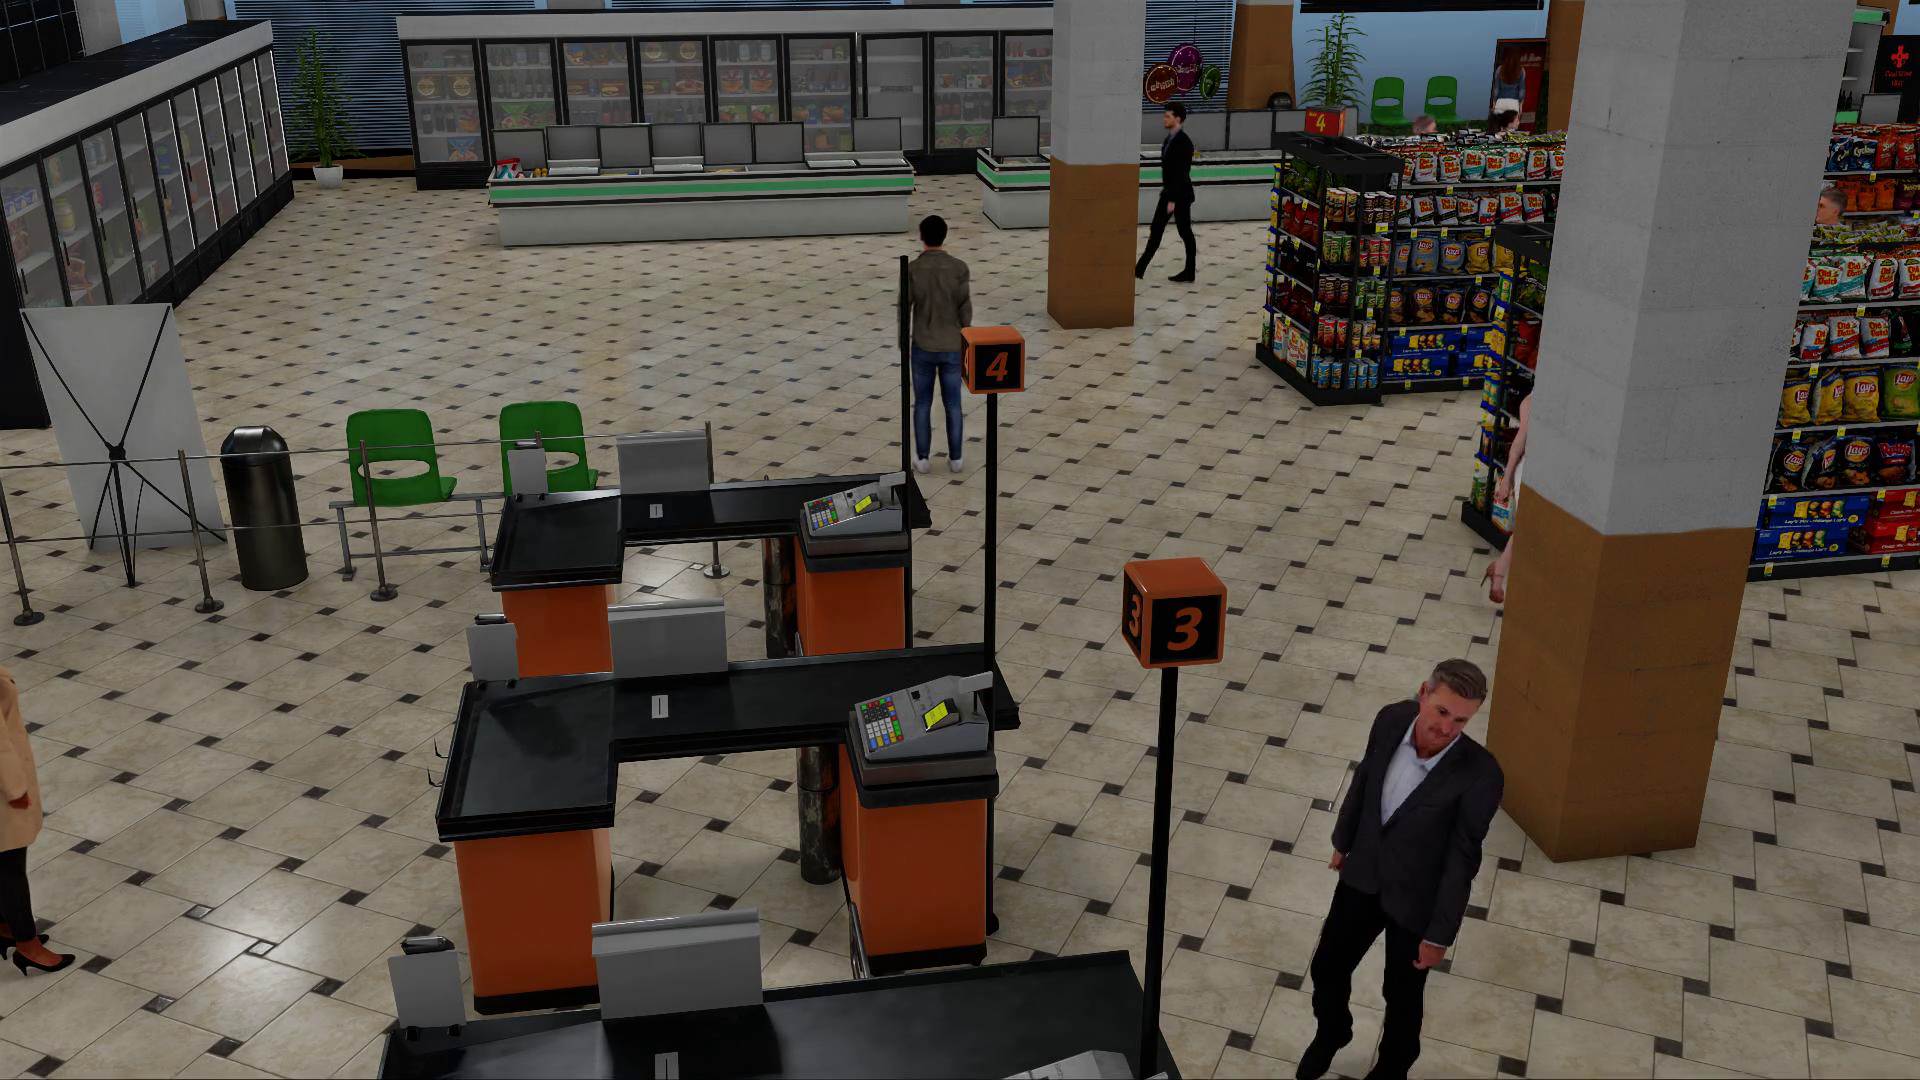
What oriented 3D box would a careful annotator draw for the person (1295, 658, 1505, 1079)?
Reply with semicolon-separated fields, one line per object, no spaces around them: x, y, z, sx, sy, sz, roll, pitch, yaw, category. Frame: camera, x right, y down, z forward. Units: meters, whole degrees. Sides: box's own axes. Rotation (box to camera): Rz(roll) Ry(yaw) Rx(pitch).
1.486;1.165;5.618;0.866;1.803;0.898;-10;24;-23;person

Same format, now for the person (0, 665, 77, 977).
-3.751;0.912;6.409;0.719;1.682;0.739;20;29;40;person

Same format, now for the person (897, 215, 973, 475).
-0.168;-1.377;11.867;0.527;1.860;0.763;-2;22;-6;person

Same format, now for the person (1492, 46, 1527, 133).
8.145;-6.471;24.757;0.654;1.701;0.748;11;24;25;person

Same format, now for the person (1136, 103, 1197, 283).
2.344;-3.607;17.414;1.091;1.862;0.768;-6;23;-14;person
